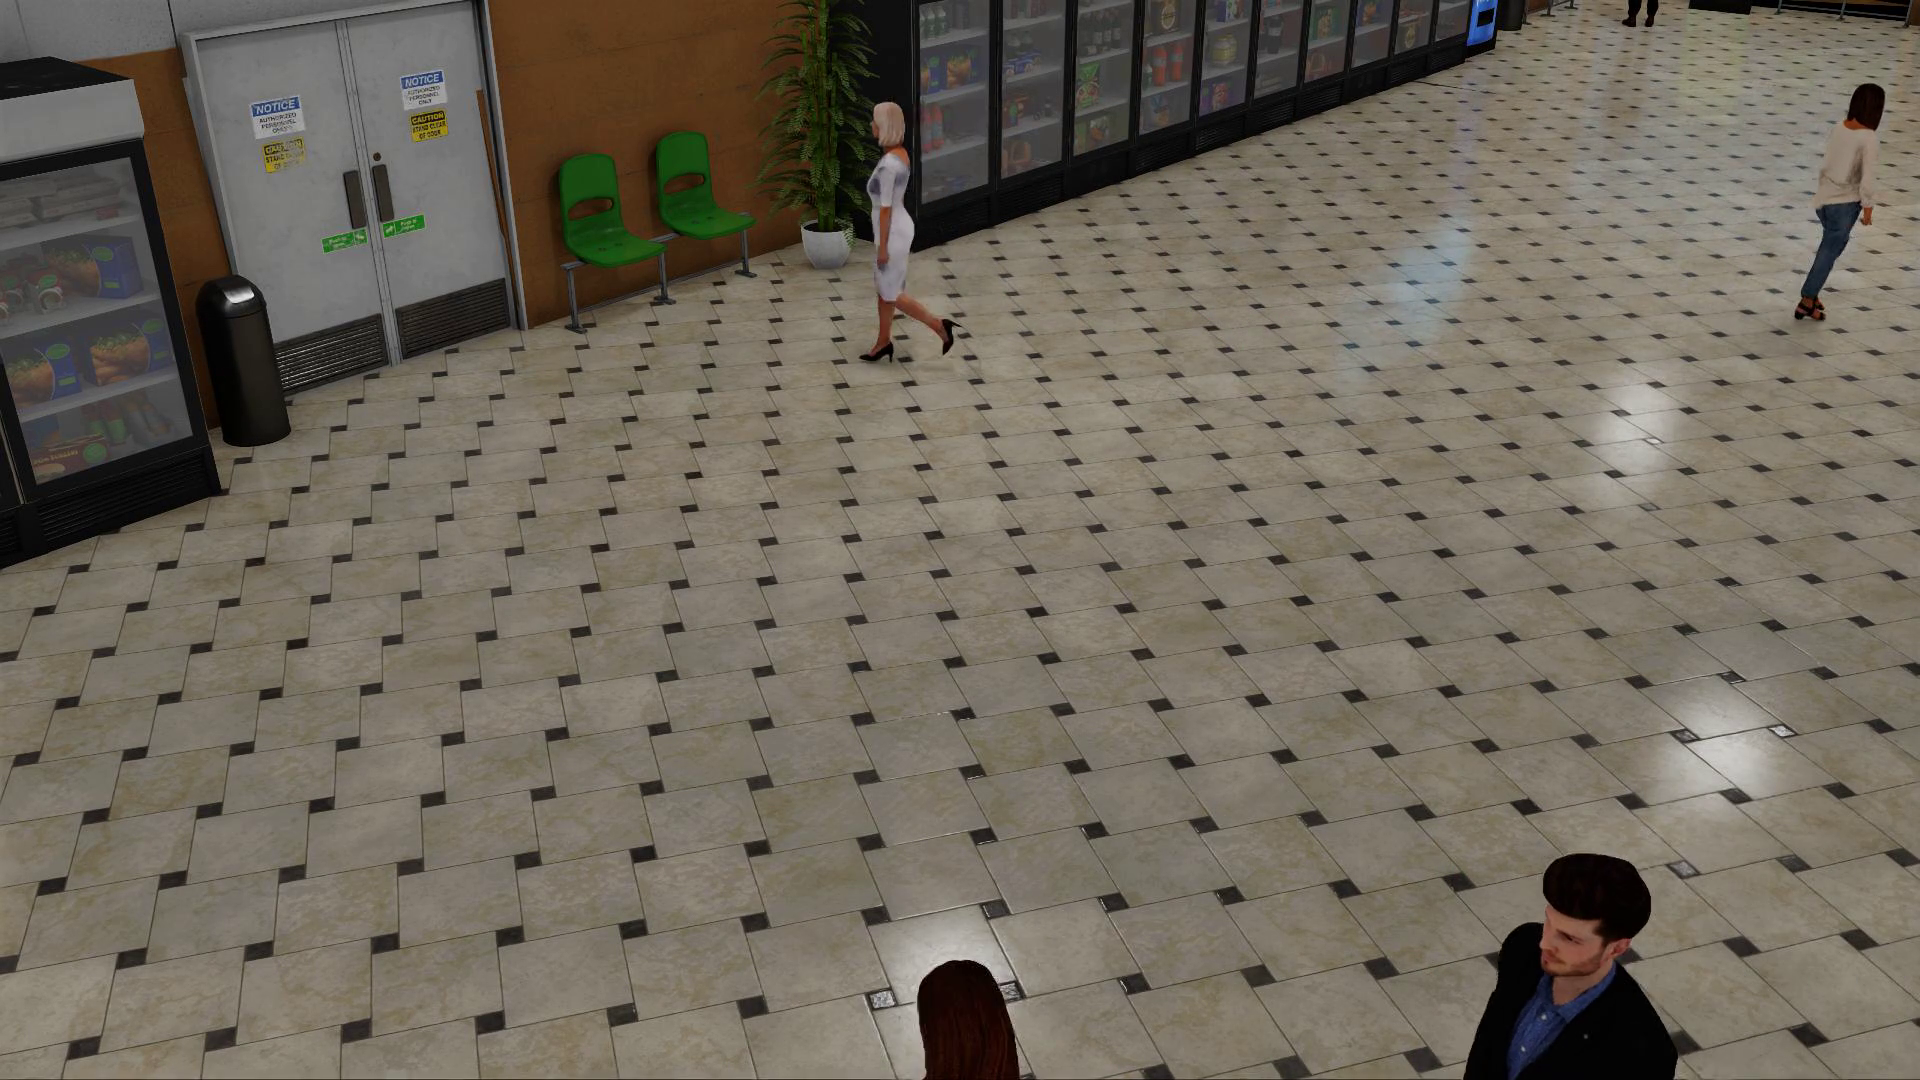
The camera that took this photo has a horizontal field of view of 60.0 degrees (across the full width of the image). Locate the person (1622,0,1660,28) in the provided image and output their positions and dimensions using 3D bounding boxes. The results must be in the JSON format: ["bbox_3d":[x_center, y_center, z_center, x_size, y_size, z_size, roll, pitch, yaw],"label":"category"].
[{"bbox_3d":[9.267,-7.885,22.307,0.755,1.902,0.861,3,27,6],"label":"person"}]

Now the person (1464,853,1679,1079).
[{"bbox_3d":[1.398,1.472,3.885,1.025,1.877,1.000,-8,28,-16],"label":"person"}]

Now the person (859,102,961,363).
[{"bbox_3d":[-0.360,-1.945,10.779,1.011,1.735,0.874,3,27,6],"label":"person"}]

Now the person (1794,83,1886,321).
[{"bbox_3d":[6.071,-2.346,11.643,0.803,1.670,0.739,-3,27,-6],"label":"person"}]
